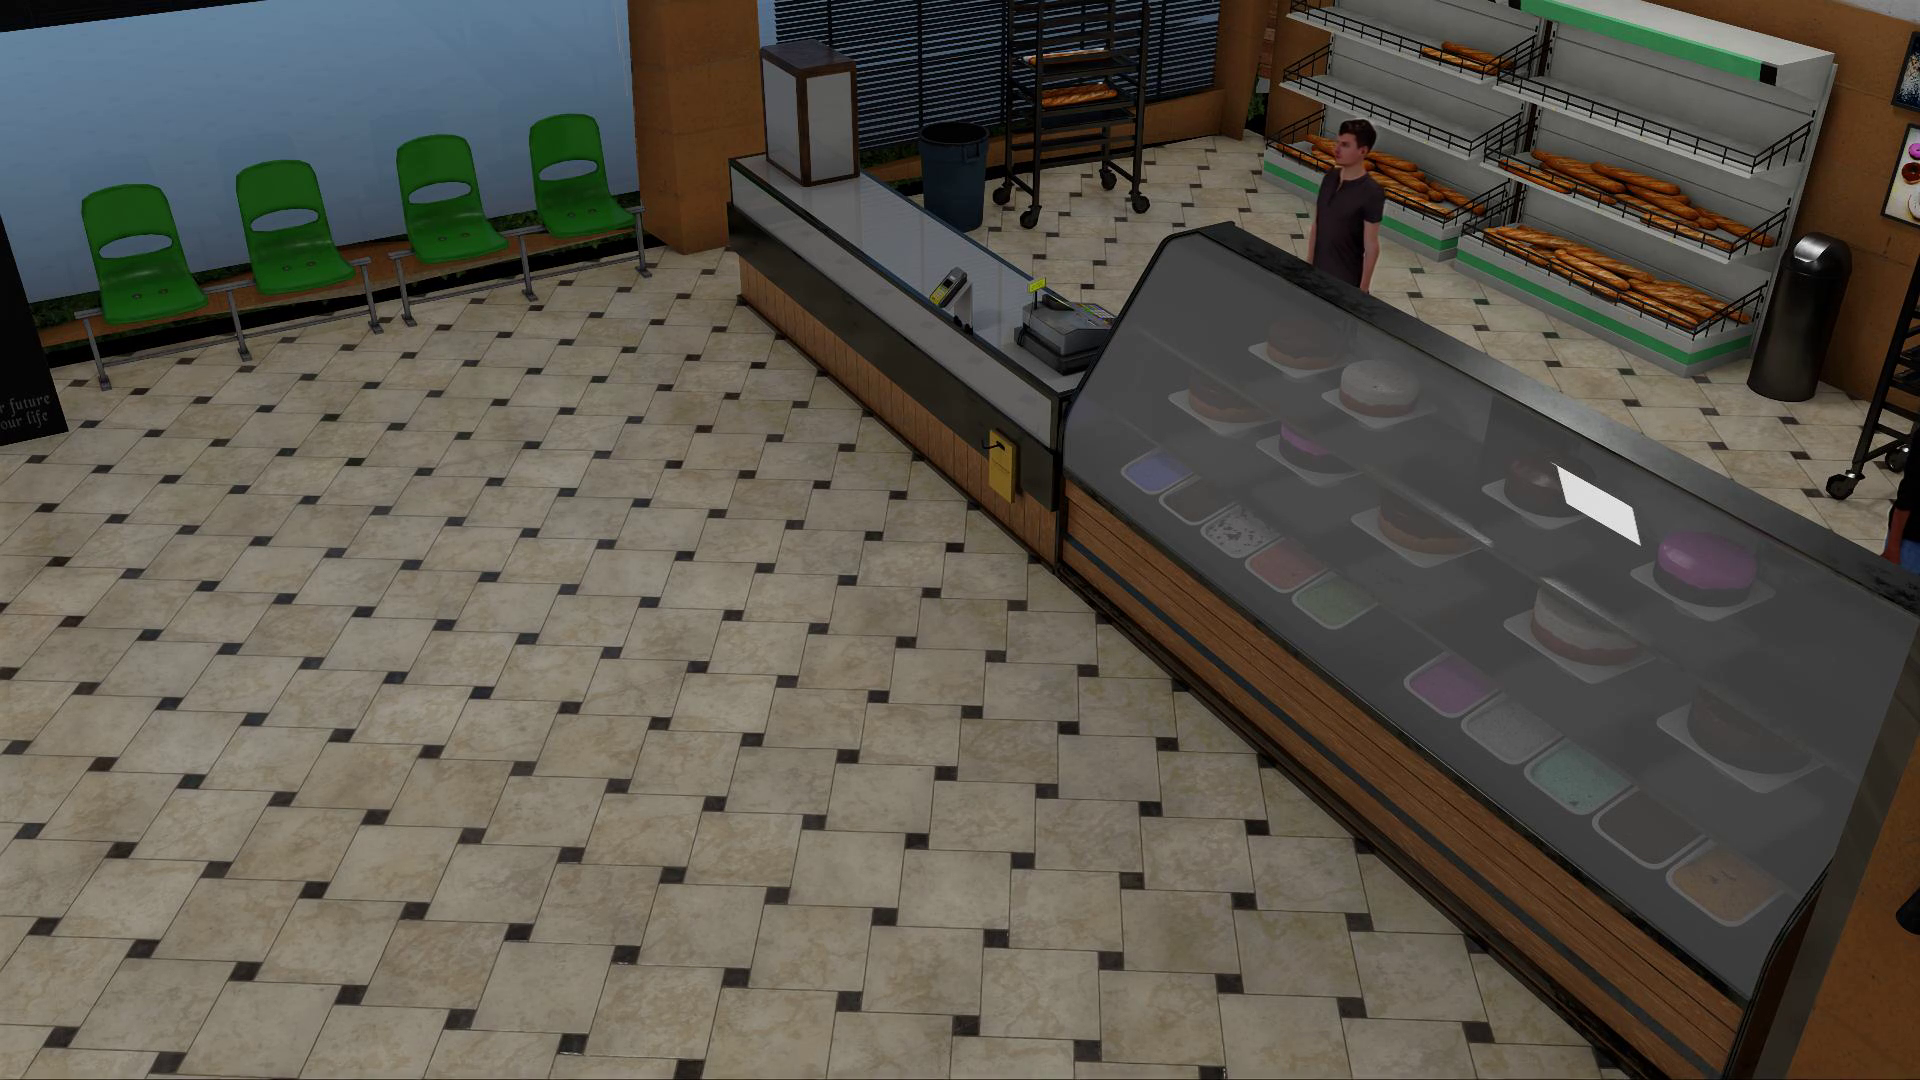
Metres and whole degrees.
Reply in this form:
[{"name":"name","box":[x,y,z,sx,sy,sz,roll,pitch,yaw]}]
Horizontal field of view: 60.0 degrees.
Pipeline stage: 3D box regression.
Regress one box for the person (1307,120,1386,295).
[{"name":"person","box":[2.131,-1.449,9.322,0.532,1.851,0.644,-17,36,-25]}]
